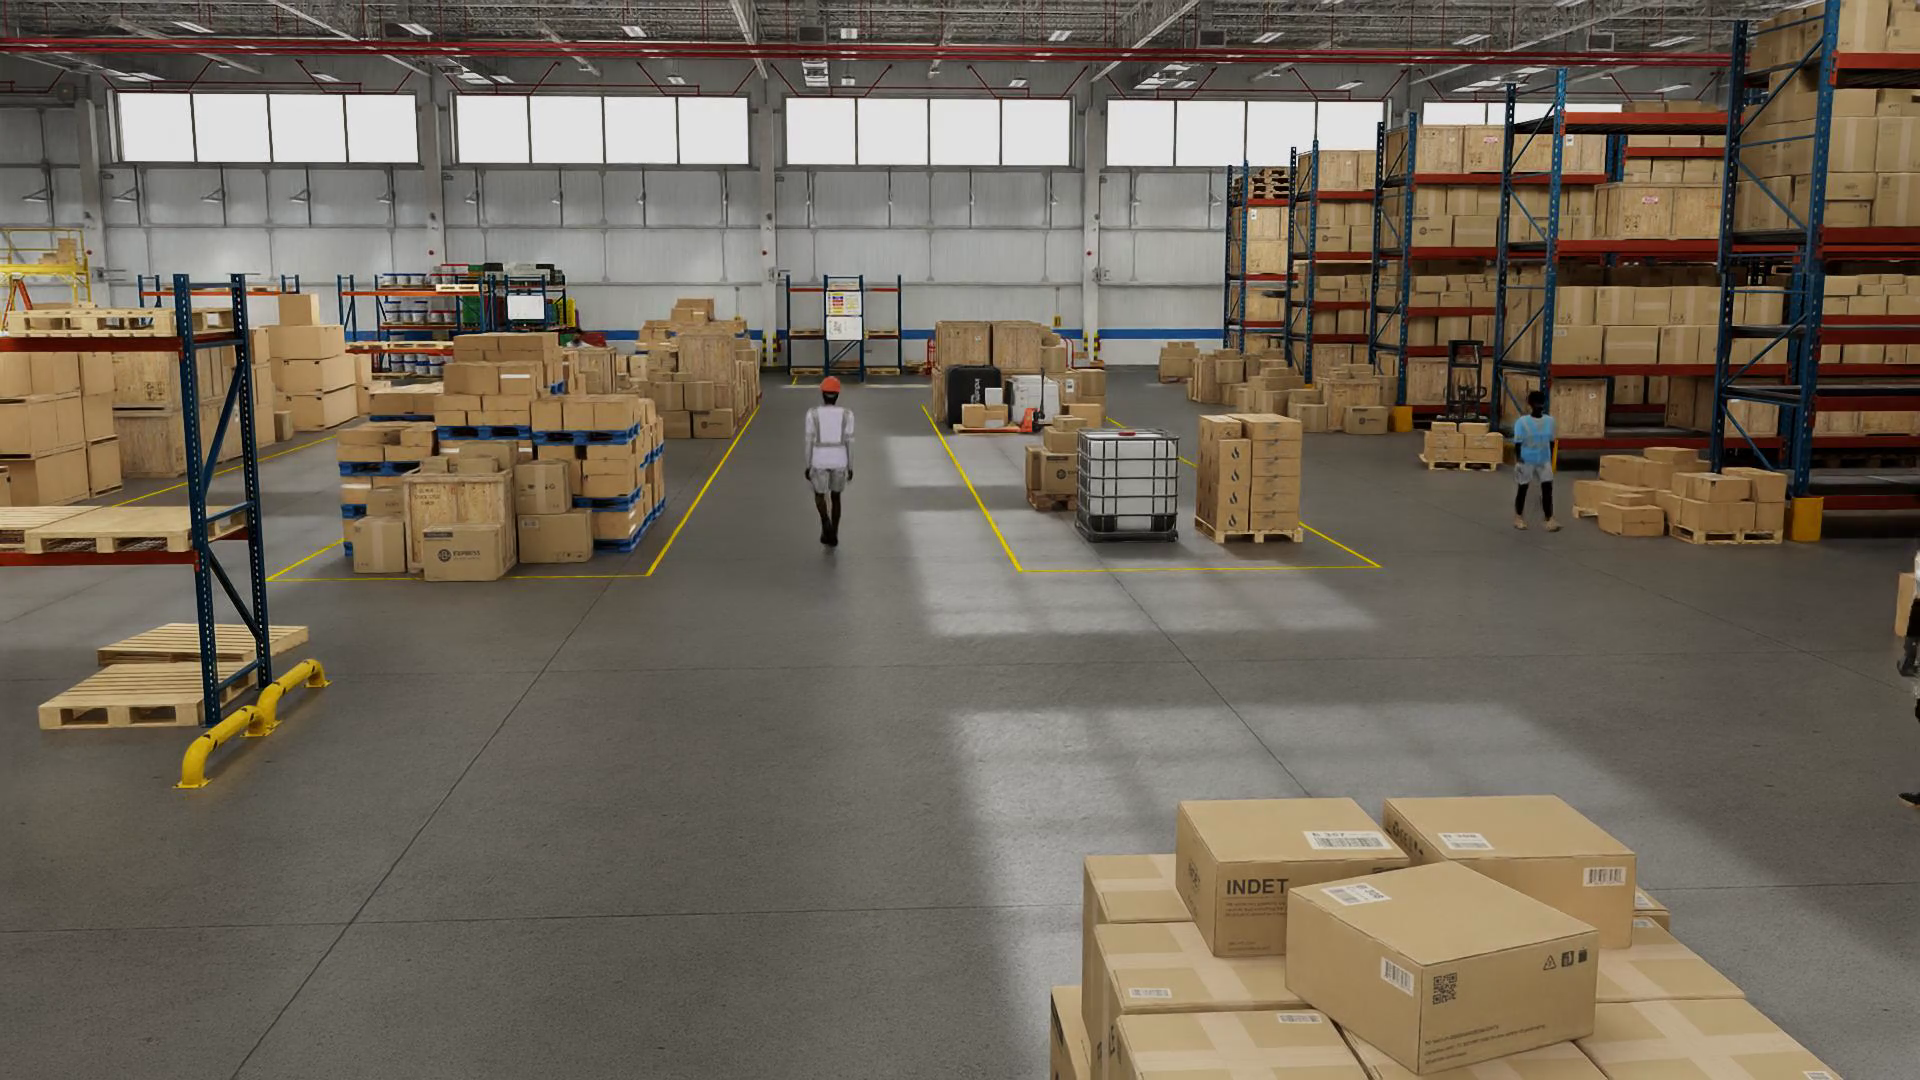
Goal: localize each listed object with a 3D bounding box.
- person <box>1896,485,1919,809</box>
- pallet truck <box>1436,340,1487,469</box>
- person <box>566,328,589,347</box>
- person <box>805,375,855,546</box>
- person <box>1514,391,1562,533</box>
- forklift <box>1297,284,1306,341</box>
[{"bbox_3d":[5.555,0.614,9.176,0.394,1.926,0.753,-2,9,-12],"label":"person"},{"bbox_3d":[8.004,-2.170,26.422,0.823,1.965,1.885,2,9,14],"label":"pallet truck"},{"bbox_3d":[-8.322,-3.673,36.203,0.611,1.884,0.491,4,10,26],"label":"person"},{"bbox_3d":[-1.437,-0.865,18.462,0.559,1.918,0.499,-2,9,-9],"label":"person"},{"bbox_3d":[6.775,-0.903,19.501,0.543,1.661,0.806,-1,9,-5],"label":"person"},{"bbox_3d":[8.900,-5.205,42.716,1.873,2.768,1.129,-1,9,-4],"label":"forklift"}]
